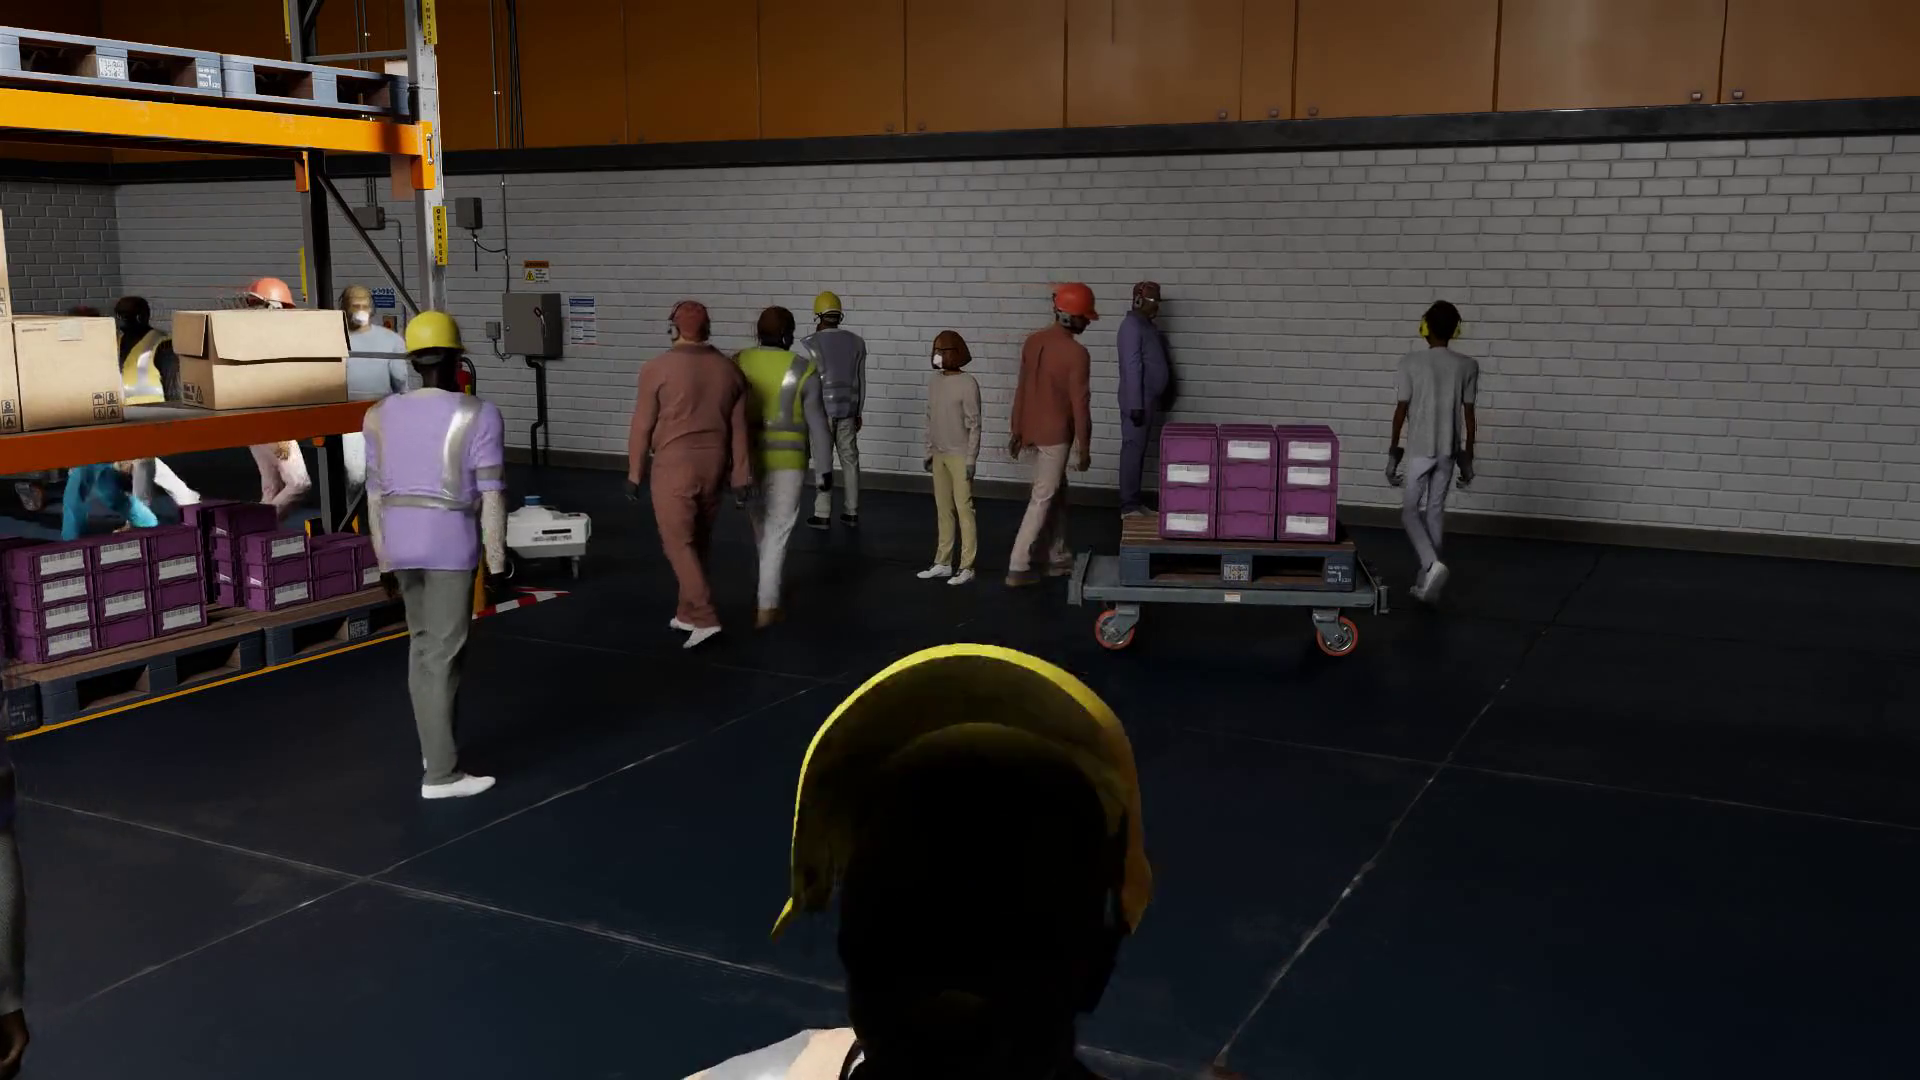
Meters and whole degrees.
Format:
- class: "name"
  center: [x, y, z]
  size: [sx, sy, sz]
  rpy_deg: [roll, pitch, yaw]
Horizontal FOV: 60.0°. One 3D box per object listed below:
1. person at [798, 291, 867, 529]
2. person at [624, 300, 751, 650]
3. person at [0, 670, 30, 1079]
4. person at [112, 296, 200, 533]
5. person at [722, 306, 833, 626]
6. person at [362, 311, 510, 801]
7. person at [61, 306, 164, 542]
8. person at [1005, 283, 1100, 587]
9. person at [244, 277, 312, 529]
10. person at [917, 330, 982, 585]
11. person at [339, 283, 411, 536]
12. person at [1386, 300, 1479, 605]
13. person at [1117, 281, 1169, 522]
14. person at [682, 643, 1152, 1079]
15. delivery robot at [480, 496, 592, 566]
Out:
- class: "person"
  center: [-1.004, -0.998, 12.851]
  size: [0.591, 1.834, 0.404]
  rpy_deg: [-6, 12, -32]
- class: "person"
  center: [-1.451, -0.353, 9.033]
  size: [0.648, 1.882, 0.793]
  rpy_deg: [-9, 13, -41]
- class: "person"
  center: [-1.861, 0.727, 2.710]
  size: [0.989, 1.884, 0.568]
  rpy_deg: [7, 12, 35]
- class: "person"
  center: [-6.191, -0.959, 12.703]
  size: [0.634, 1.814, 0.857]
  rpy_deg: [4, 11, 23]
- class: "person"
  center: [-1.032, -0.449, 9.728]
  size: [0.664, 1.808, 0.861]
  rpy_deg: [3, 10, 19]
- class: "person"
  center: [-2.058, 0.054, 6.602]
  size: [0.595, 1.893, 0.624]
  rpy_deg: [3, 10, 16]
- class: "person"
  center: [-5.610, -0.640, 10.901]
  size: [0.900, 1.794, 0.605]
  rpy_deg: [-9, 14, -43]
- class: "person"
  center: [0.665, -0.660, 10.607]
  size: [0.845, 1.933, 0.654]
  rpy_deg: [-6, 12, -32]
- class: "person"
  center: [-4.477, -0.716, 10.832]
  size: [0.481, 1.966, 0.643]
  rpy_deg: [-9, 13, -41]
- class: "person"
  center: [-0.059, -0.531, 10.722]
  size: [0.285, 1.634, 0.499]
  rpy_deg: [-7, 12, -37]
- class: "person"
  center: [-4.111, -0.803, 11.462]
  size: [0.648, 1.923, 0.719]
  rpy_deg: [-4, 11, -24]
- class: "person"
  center: [2.837, -0.504, 9.966]
  size: [0.535, 1.844, 0.633]
  rpy_deg: [-1, 10, -3]
- class: "person"
  center: [1.448, -1.090, 13.191]
  size: [0.405, 1.903, 0.636]
  rpy_deg: [2, 10, 13]
- class: "person"
  center: [-0.023, 0.999, 1.164]
  size: [0.612, 1.875, 0.977]
  rpy_deg: [5, 11, 26]
- class: "delivery robot"
  center: [-2.750, -0.044, 10.754]
  size: [0.707, 0.478, 0.477]
  rpy_deg: [-3, 10, -20]
